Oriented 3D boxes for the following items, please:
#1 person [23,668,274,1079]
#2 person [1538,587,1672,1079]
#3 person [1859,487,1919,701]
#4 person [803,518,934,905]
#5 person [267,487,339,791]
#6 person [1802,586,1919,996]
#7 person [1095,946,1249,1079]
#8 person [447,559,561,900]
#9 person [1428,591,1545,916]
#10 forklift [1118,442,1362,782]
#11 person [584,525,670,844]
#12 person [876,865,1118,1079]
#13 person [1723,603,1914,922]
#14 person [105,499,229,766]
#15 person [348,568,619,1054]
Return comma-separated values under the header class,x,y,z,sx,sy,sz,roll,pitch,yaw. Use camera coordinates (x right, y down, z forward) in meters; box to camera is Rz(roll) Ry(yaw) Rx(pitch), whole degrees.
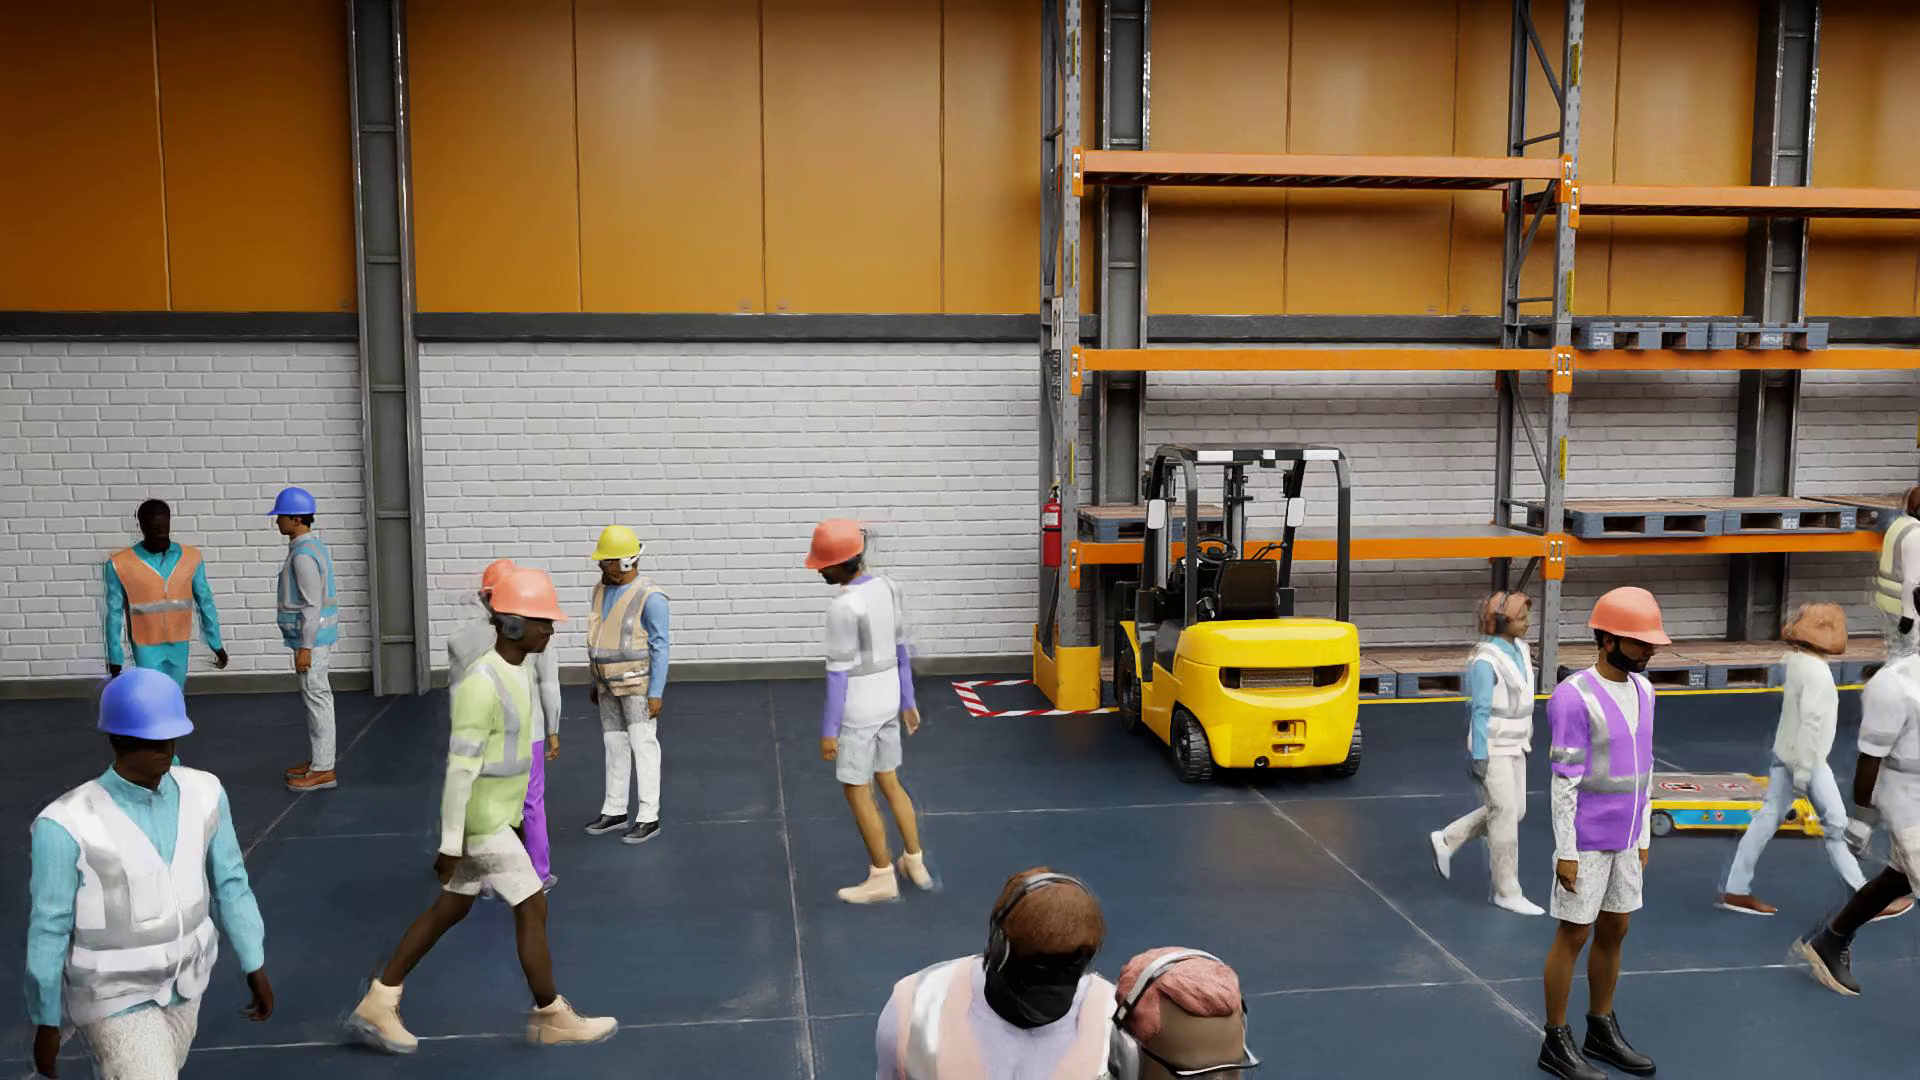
class,x,y,z,sx,sy,sz,roll,pitch,yaw
person,-2.319,1.317,4.892,0.979,1.893,0.641,3,7,25
person,2.496,1.133,6.399,0.546,1.929,0.390,-4,8,-32
person,7.044,0.503,12.362,0.461,1.824,0.650,2,7,14
person,-0.463,0.865,8.471,0.521,1.990,0.734,3,7,25
person,-4.206,0.630,10.700,0.402,1.949,0.605,-2,7,-19
person,3.964,1.081,6.919,0.616,1.919,1.044,-3,7,-25
person,0.331,1.572,2.651,0.649,1.904,0.401,-6,9,-44
person,-2.332,0.970,8.567,0.560,1.753,0.328,-1,7,-6
person,2.681,1.050,8.412,0.588,1.623,0.525,5,8,39
forklift,1.912,0.418,11.496,1.214,2.155,2.313,-1,7,-8
person,-1.930,0.821,9.566,0.588,1.827,0.404,5,8,39
person,0.109,1.540,3.411,0.658,1.829,0.438,1,7,9
person,4.222,1.092,8.180,0.867,1.579,0.520,1,7,11
person,-4.966,0.688,10.467,0.898,1.878,0.614,5,8,39
person,-1.967,1.091,6.642,1.051,1.979,0.601,-1,7,-7
